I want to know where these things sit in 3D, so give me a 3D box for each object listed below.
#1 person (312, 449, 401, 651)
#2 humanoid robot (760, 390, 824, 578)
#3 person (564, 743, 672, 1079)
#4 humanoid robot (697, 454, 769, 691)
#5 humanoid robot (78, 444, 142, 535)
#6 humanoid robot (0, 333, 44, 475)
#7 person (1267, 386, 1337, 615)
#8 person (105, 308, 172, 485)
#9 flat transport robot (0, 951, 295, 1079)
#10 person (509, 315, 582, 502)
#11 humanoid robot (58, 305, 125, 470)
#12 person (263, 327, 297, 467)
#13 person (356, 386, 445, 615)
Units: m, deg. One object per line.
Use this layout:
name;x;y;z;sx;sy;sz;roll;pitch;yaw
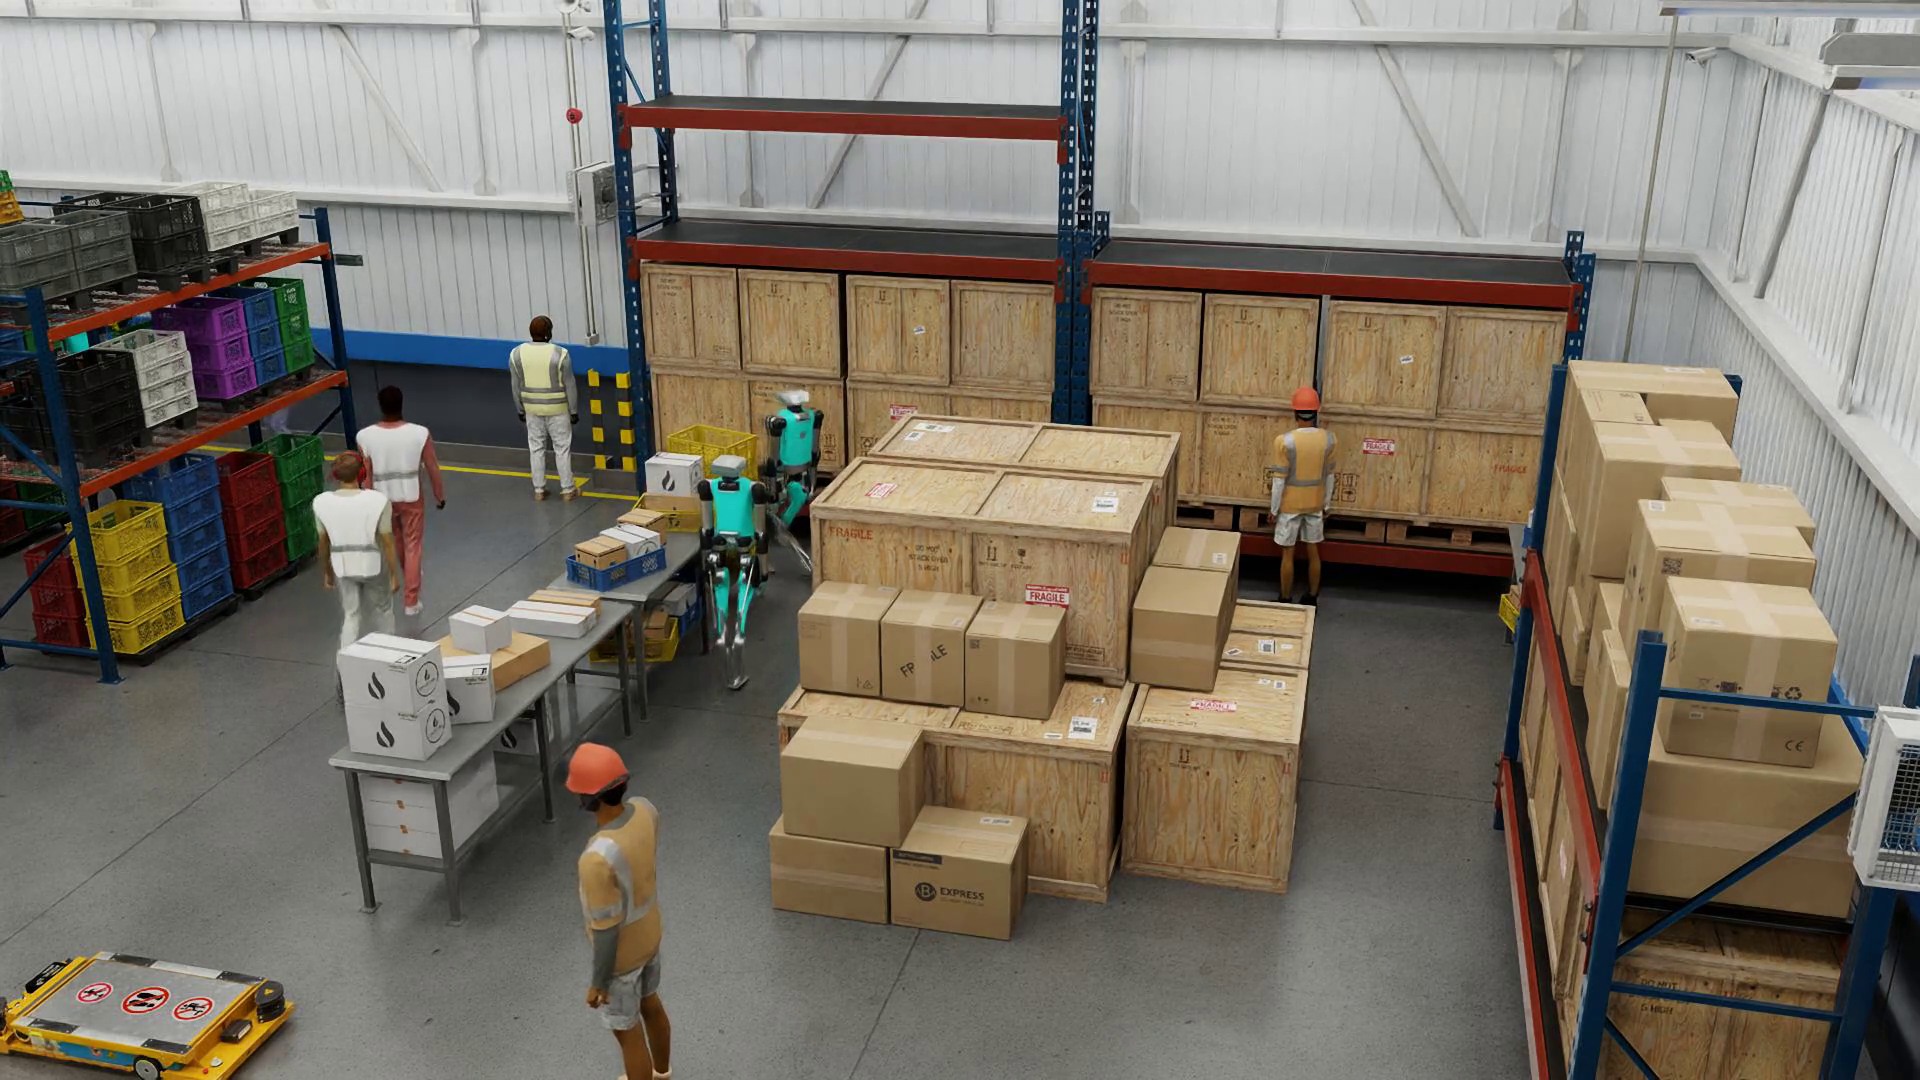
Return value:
person;-4.430;0.237;12.257;0.566;1.822;0.753;-1;21;-3
humanoid robot;-1.543;-0.481;14.281;0.553;1.731;1.050;-18;28;-39
person;-1.584;1.866;7.692;0.400;2.035;0.607;5;21;12
humanoid robot;-1.713;0.351;12.196;0.540;1.873;0.737;5;21;13
humanoid robot;-7.569;-0.624;14.685;0.599;1.657;0.315;-7;22;-17
humanoid robot;-9.484;-1.327;16.470;0.838;1.761;0.571;-4;21;-9
person;2.752;-0.301;13.500;0.546;1.933;0.372;-5;21;-12
person;-8.305;-1.406;16.529;0.872;1.832;0.530;-2;21;-6
flat transport robot;-4.270;2.464;8.601;1.431;0.231;0.659;5;22;13
person;-4.009;-1.273;16.172;0.633;1.841;0.429;2;21;6
humanoid robot;-8.706;-1.520;16.778;0.533;1.677;0.735;-19;28;-41
person;-7.014;-1.534;17.012;0.346;1.728;0.604;-15;25;-34
person;-4.602;-0.369;13.775;0.611;1.860;1.020;-3;21;-9
